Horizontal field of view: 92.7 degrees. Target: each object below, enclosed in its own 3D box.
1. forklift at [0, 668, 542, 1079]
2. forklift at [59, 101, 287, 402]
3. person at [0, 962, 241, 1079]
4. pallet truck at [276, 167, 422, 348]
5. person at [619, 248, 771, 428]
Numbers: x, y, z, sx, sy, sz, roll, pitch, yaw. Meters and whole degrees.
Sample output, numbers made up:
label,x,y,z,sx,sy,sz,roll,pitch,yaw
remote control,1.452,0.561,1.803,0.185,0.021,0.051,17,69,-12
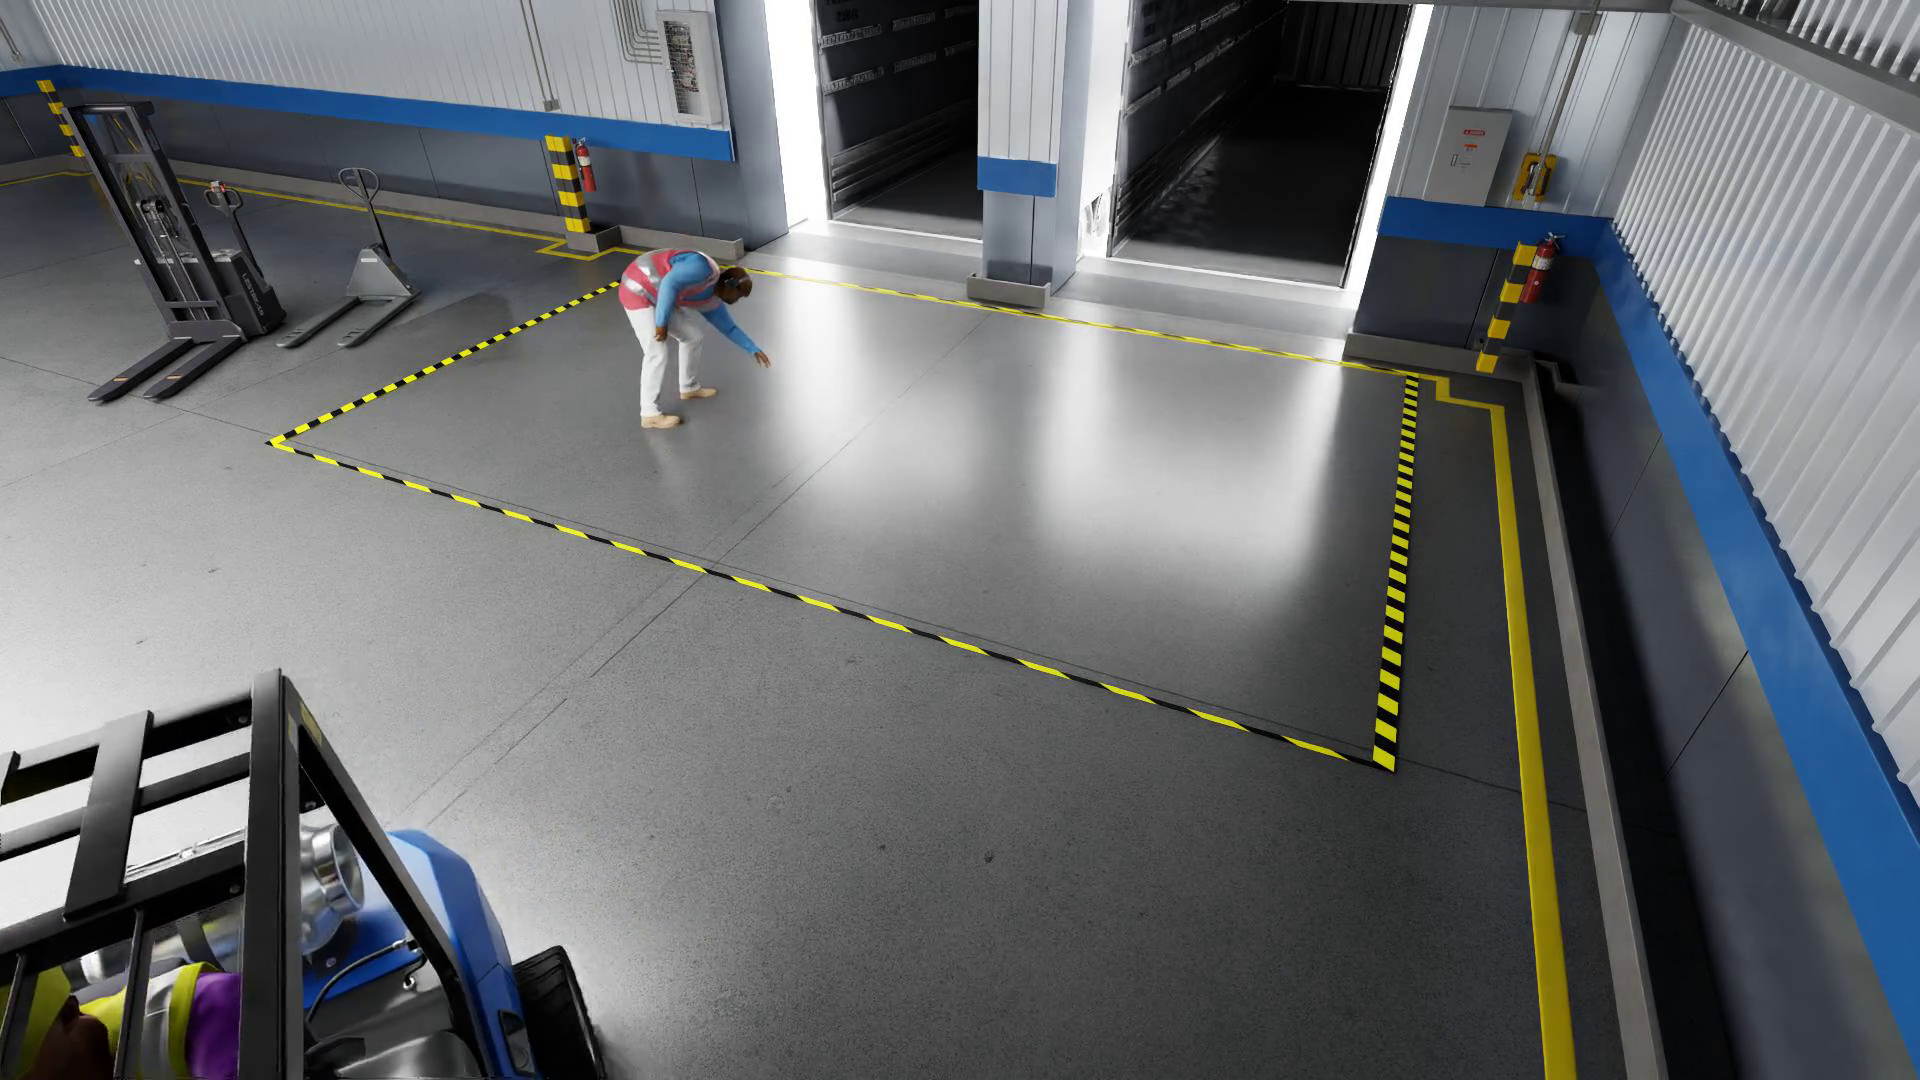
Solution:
label,x,y,z,sx,sy,sz,roll,pitch,yaw
forklift,-1.372,1.465,1.615,1.157,2.036,2.680,-19,39,-25
forklift,-6.686,-2.387,7.434,0.823,1.965,1.885,-3,35,-5
person,-1.348,1.343,1.462,0.635,1.294,1.004,-19,39,-25
pallet truck,-5.732,-2.611,8.414,0.680,1.201,1.601,-1,35,-1
person,-2.056,-1.570,6.958,0.875,1.250,0.952,7,36,10
